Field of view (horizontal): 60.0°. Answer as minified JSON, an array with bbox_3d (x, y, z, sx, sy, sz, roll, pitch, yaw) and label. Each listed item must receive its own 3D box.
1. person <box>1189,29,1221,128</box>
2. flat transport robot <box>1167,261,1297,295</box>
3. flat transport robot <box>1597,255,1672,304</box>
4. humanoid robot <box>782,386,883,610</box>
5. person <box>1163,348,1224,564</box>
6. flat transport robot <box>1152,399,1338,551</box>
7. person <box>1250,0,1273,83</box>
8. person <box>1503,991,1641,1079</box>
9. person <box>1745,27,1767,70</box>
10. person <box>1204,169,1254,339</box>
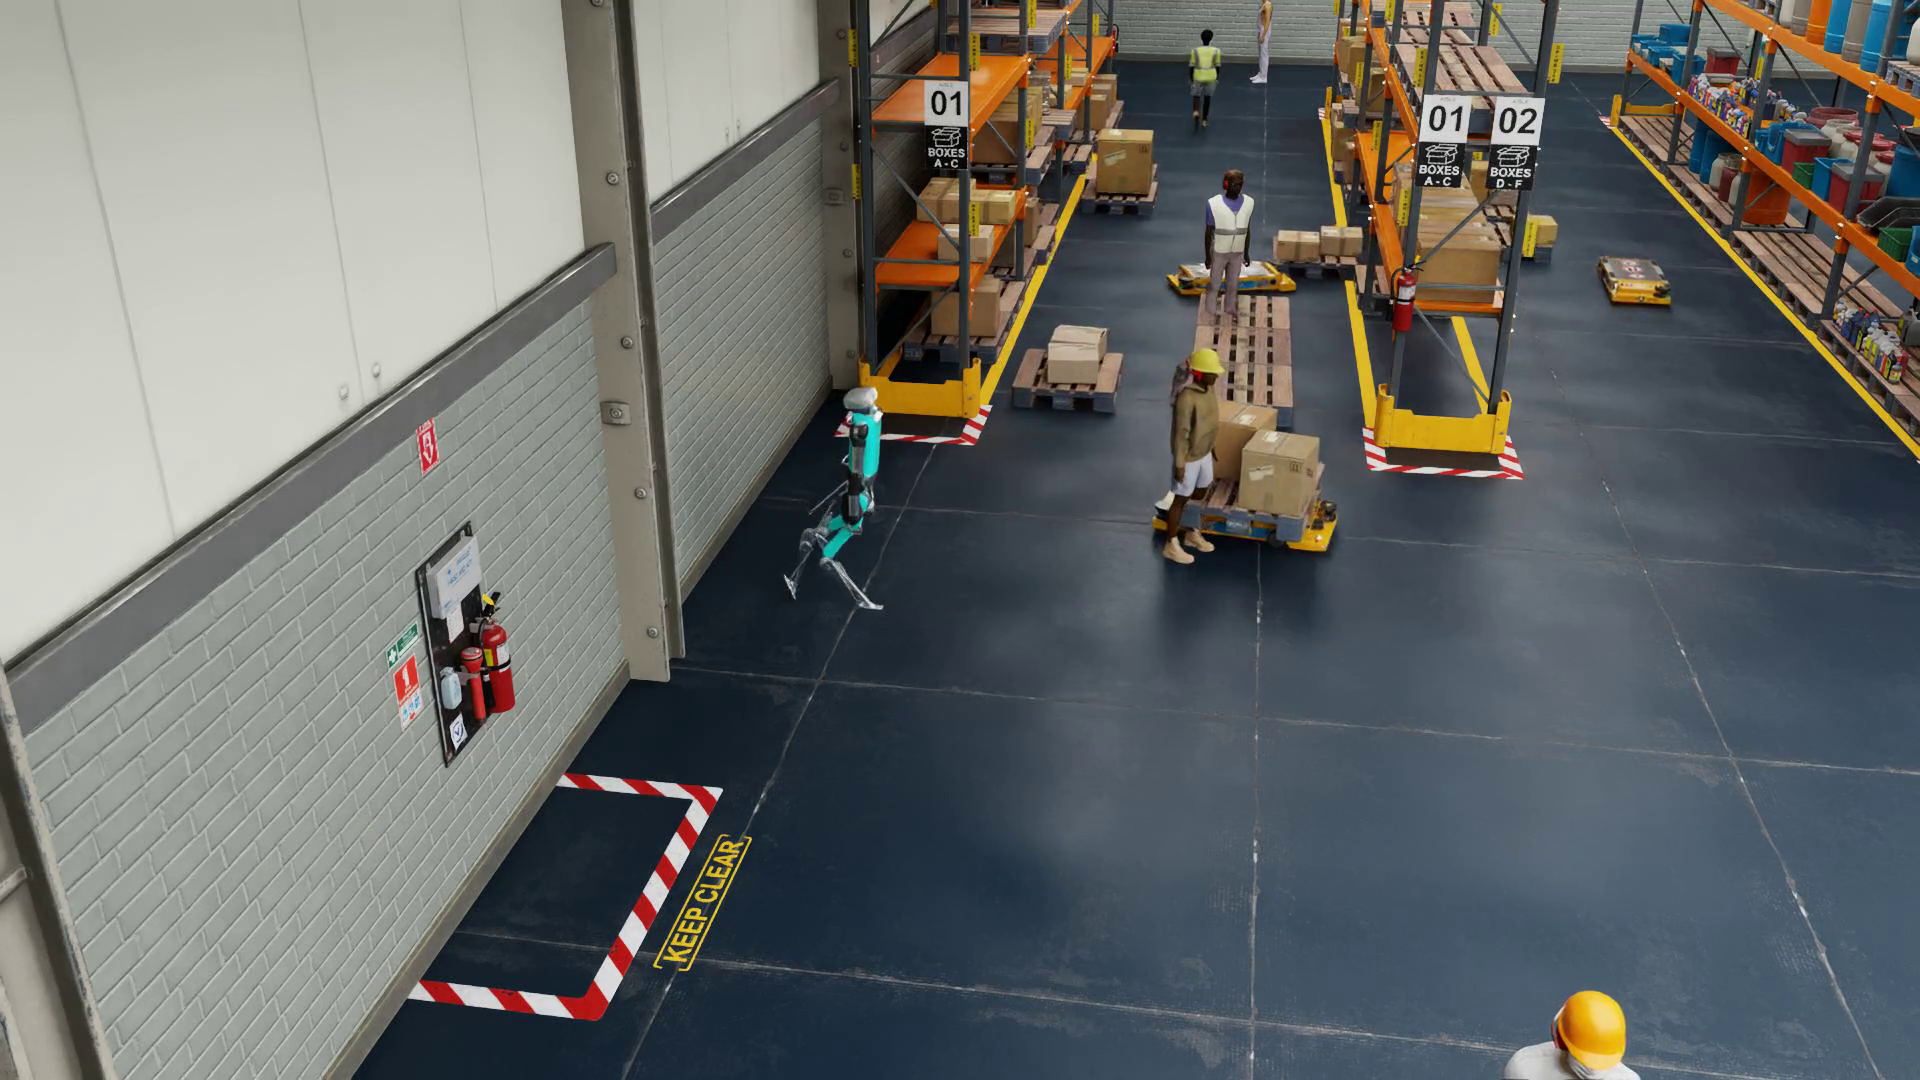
[{"bbox_3d":[4.214,-7.936,28.674,0.538,1.681,0.529,3,25,7],"label":"person"},{"bbox_3d":[3.286,-3.165,20.131,1.431,0.231,0.659,-3,25,-7],"label":"flat transport robot"},{"bbox_3d":[8.127,-3.142,20.082,0.659,0.231,1.431,5,26,11],"label":"flat transport robot"},{"bbox_3d":[-1.022,-0.293,12.268,0.936,1.769,0.540,5,25,10],"label":"humanoid robot"},{"bbox_3d":[1.827,-0.679,13.056,0.416,1.756,0.554,19,31,35],"label":"person"},{"bbox_3d":[2.369,-0.201,13.788,1.431,0.231,0.659,9,26,18],"label":"flat transport robot"},{"bbox_3d":[5.960,-10.007,32.892,0.372,1.864,0.519,2,25,4],"label":"person"},{"bbox_3d":[2.220,2.443,6.222,0.569,1.889,0.389,8,26,17],"label":"person"},{"bbox_3d":[15.597,-9.688,32.382,0.672,1.720,0.365,0,25,0],"label":"person"},{"bbox_3d":[2.923,-3.140,18.211,0.565,1.849,0.390,-9,27,-19],"label":"person"}]
